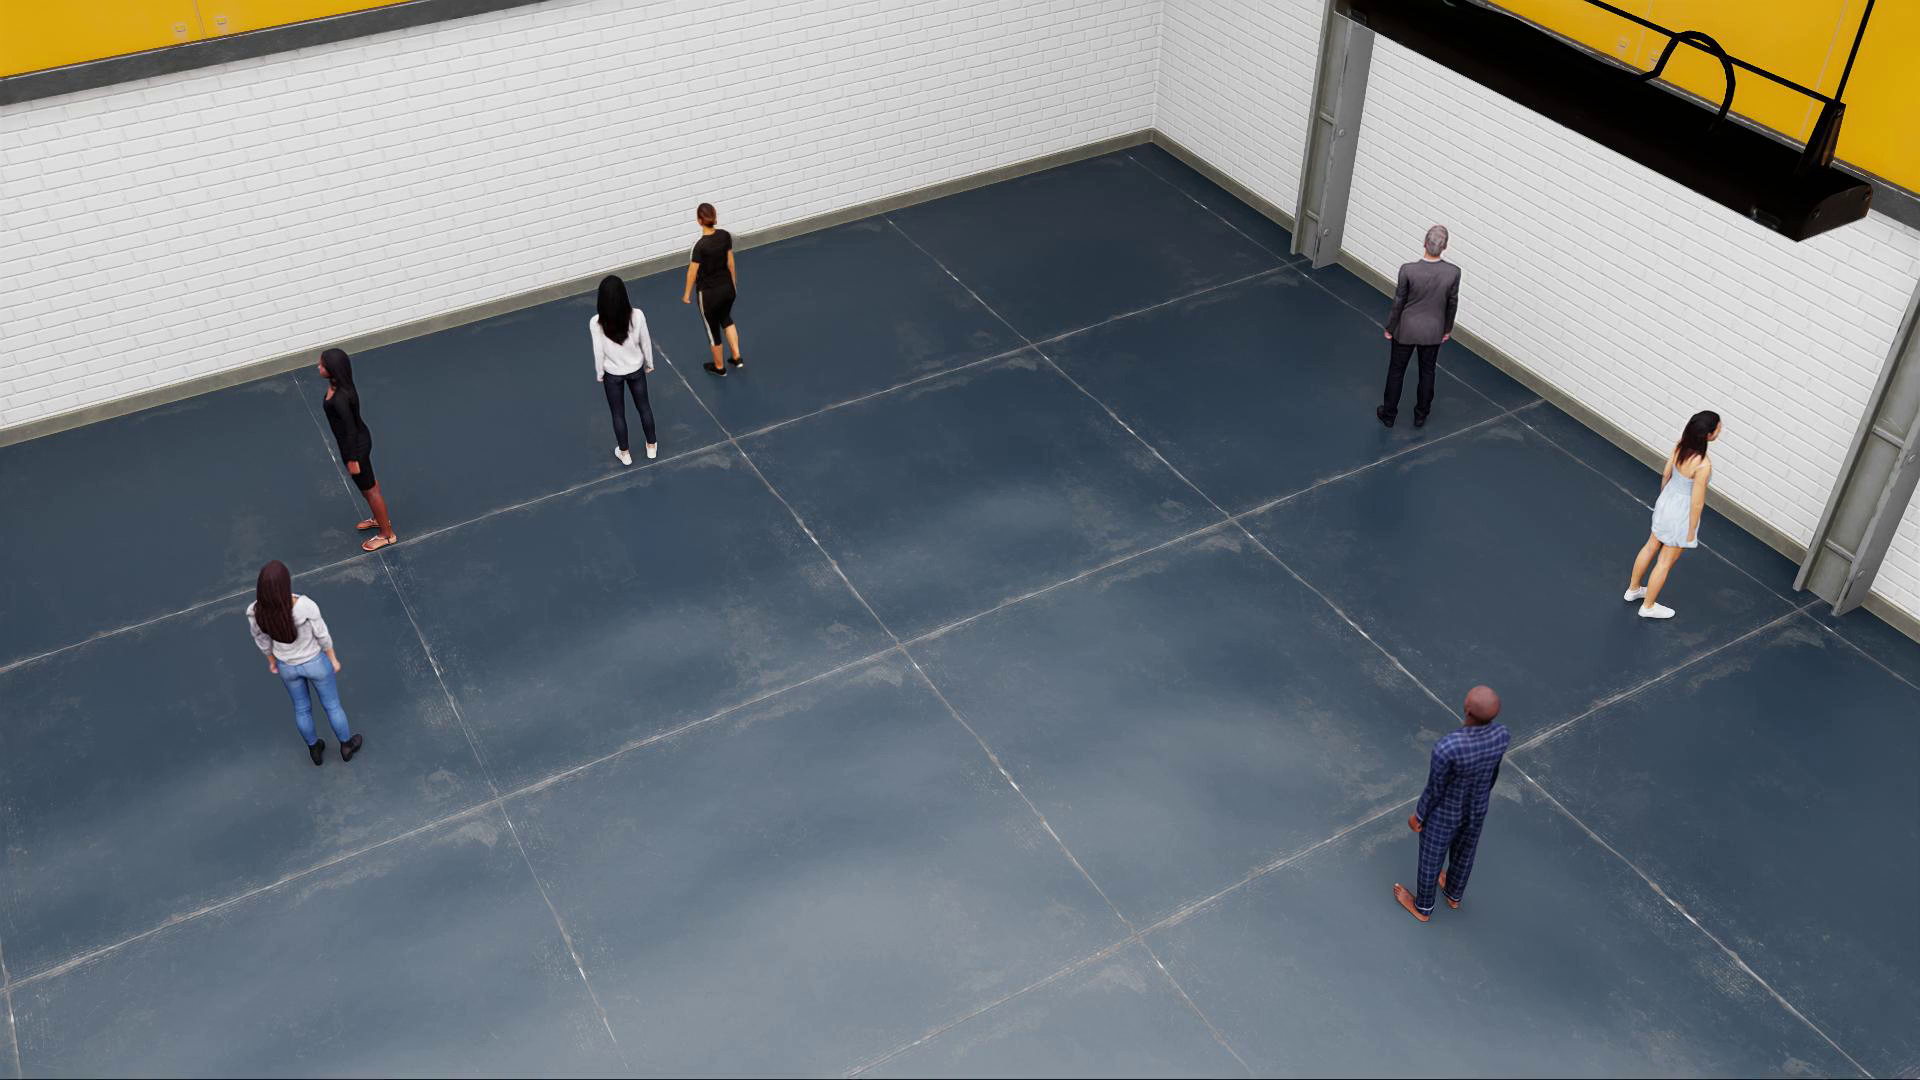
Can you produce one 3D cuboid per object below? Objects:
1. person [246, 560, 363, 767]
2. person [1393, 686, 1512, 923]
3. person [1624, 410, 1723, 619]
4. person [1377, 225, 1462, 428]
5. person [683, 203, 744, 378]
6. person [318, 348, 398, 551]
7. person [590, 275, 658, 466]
[{"bbox_3d":[-4.236,0.804,10.722,0.673,1.633,0.653,-3,39,-4],"label":"person"},{"bbox_3d":[2.893,1.527,9.668,0.687,1.819,0.642,-14,41,-17],"label":"person"},{"bbox_3d":[5.120,-0.201,11.903,0.714,1.730,0.575,-7,39,-8],"label":"person"},{"bbox_3d":[3.797,-1.764,13.773,0.811,1.839,0.797,1,39,1],"label":"person"},{"bbox_3d":[-2.076,-2.122,14.365,0.692,1.659,0.685,29,47,31],"label":"person"},{"bbox_3d":[-4.569,-0.699,12.535,0.695,1.720,0.470,-15,41,-18],"label":"person"},{"bbox_3d":[-2.710,-1.373,13.393,0.642,1.700,0.579,-15,41,-18],"label":"person"}]
